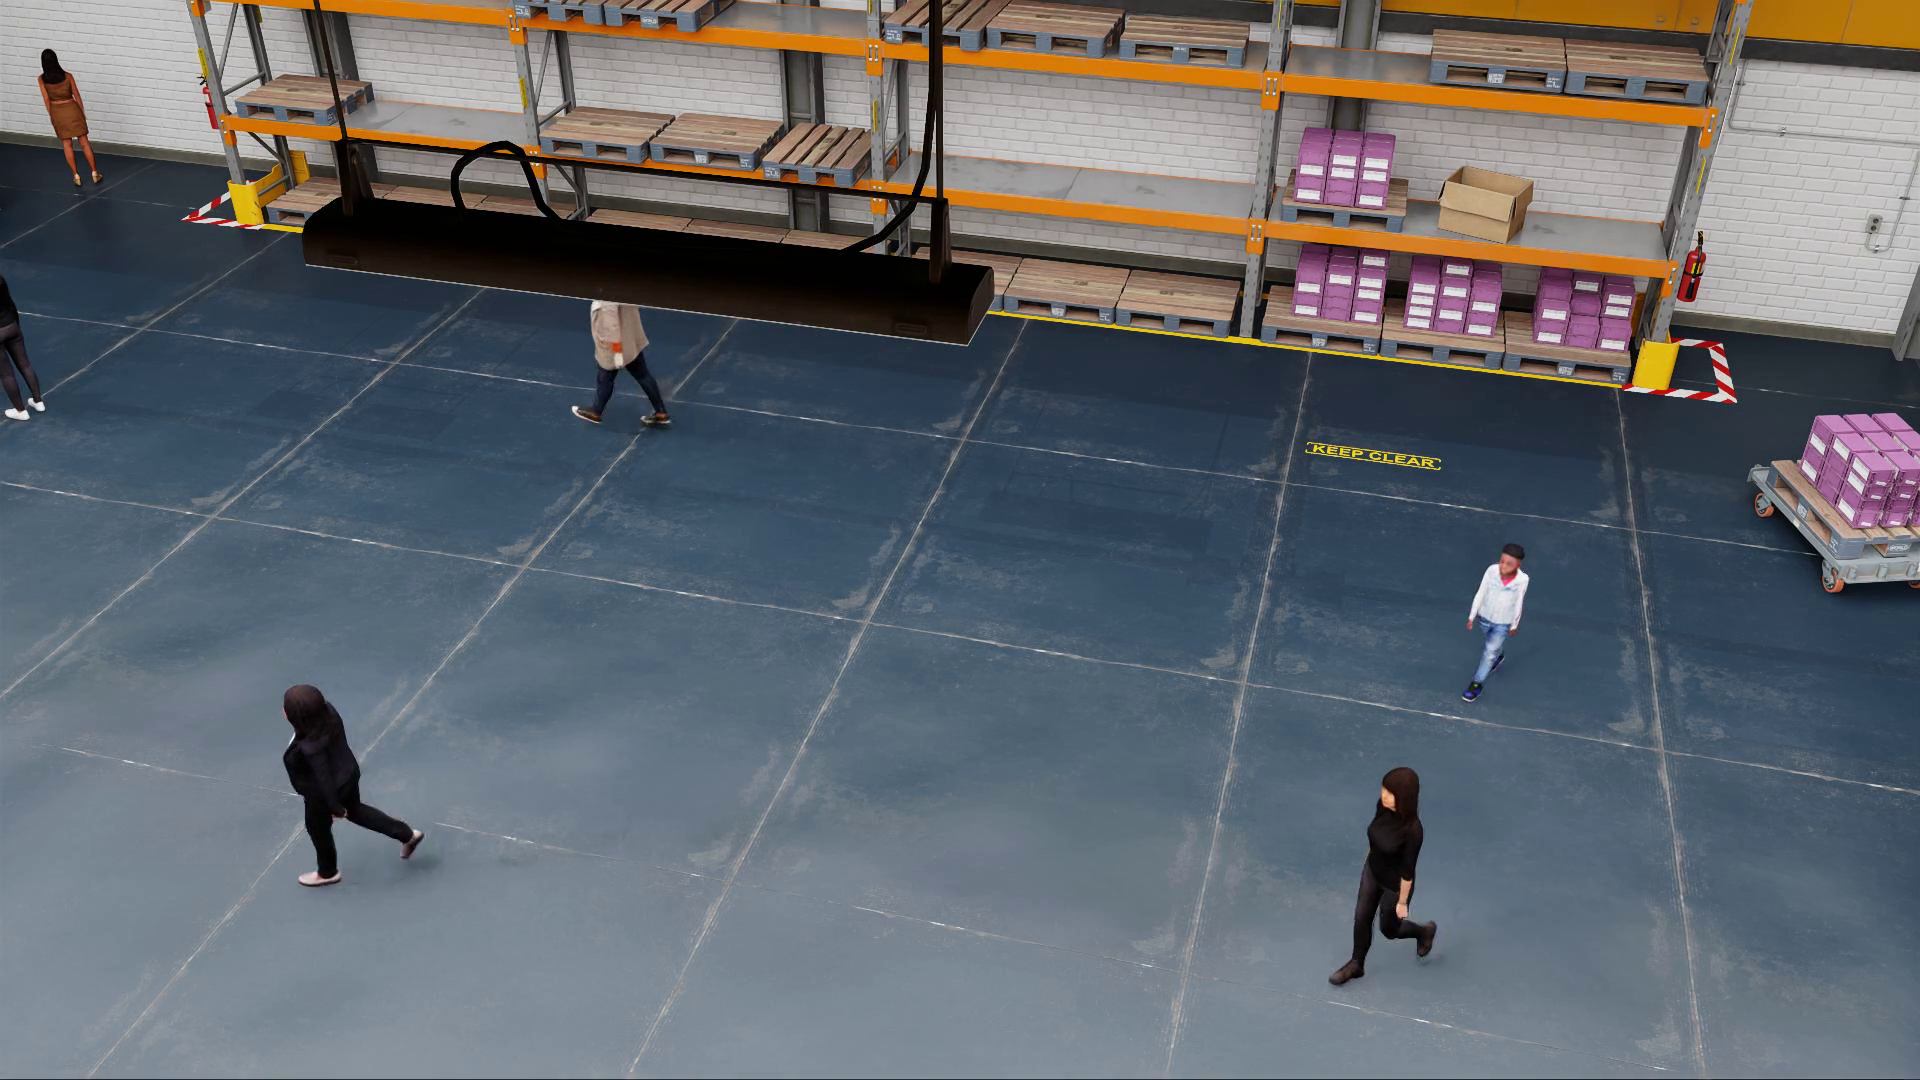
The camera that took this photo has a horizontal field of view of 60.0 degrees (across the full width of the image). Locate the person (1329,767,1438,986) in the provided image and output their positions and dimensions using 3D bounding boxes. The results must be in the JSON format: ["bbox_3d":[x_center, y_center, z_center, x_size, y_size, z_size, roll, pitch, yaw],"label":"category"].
[{"bbox_3d":[2.585,1.982,9.793,1.015,1.623,0.930,-15,36,-21],"label":"person"}]

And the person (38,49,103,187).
[{"bbox_3d":[-11.057,-5.238,20.596,0.633,1.689,0.705,-15,37,-22],"label":"person"}]

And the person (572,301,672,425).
[{"bbox_3d":[-3.047,-1.840,15.344,1.151,1.843,0.727,7,34,11],"label":"person"}]

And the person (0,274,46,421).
[{"bbox_3d":[-9.003,-1.922,15.609,0.621,1.687,0.657,18,38,25],"label":"person"}]

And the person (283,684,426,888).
[{"bbox_3d":[-3.880,1.532,10.502,1.126,1.587,0.878,-3,34,-5],"label":"person"}]

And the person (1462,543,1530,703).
[{"bbox_3d":[4.008,0.537,12.320,0.885,1.232,0.806,26,42,34],"label":"person"}]
